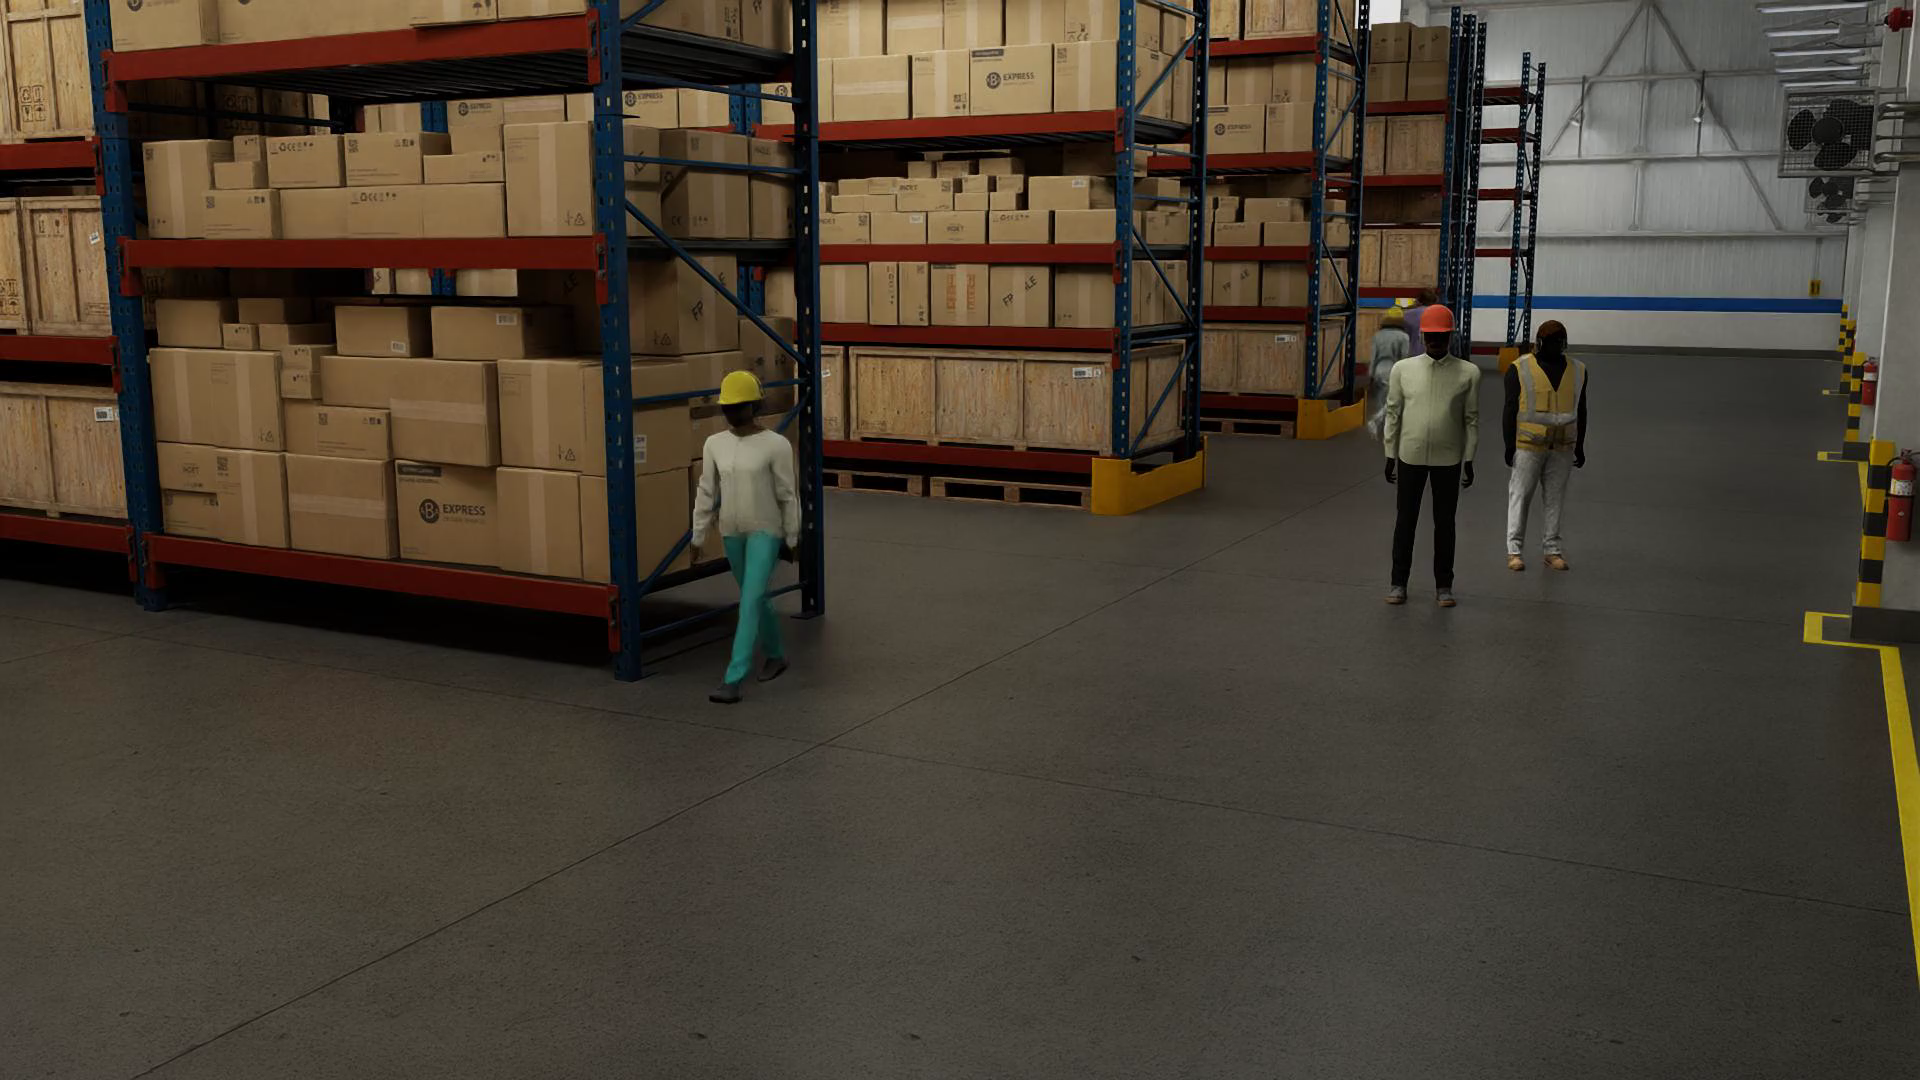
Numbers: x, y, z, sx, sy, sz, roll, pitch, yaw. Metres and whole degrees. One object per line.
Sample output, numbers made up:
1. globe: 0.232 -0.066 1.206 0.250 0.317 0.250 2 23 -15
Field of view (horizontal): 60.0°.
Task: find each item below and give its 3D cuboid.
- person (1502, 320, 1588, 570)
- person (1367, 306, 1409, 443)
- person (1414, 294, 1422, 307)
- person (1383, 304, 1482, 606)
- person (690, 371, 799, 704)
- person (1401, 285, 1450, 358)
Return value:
1. person: 4.307 -0.690 12.247 0.621 1.845 0.429 0 10 -1
2. person: 5.147 -1.984 20.164 0.504 1.699 0.777 9 13 43
3. person: 7.289 -2.932 25.616 0.772 1.712 0.600 3 10 17
4. person: 3.113 -0.553 11.011 0.611 1.995 0.375 2 10 14
5. person: -1.135 -0.031 8.777 0.543 1.716 0.909 5 11 24
6. person: 5.989 -2.320 21.476 0.628 1.923 0.603 5 11 26
